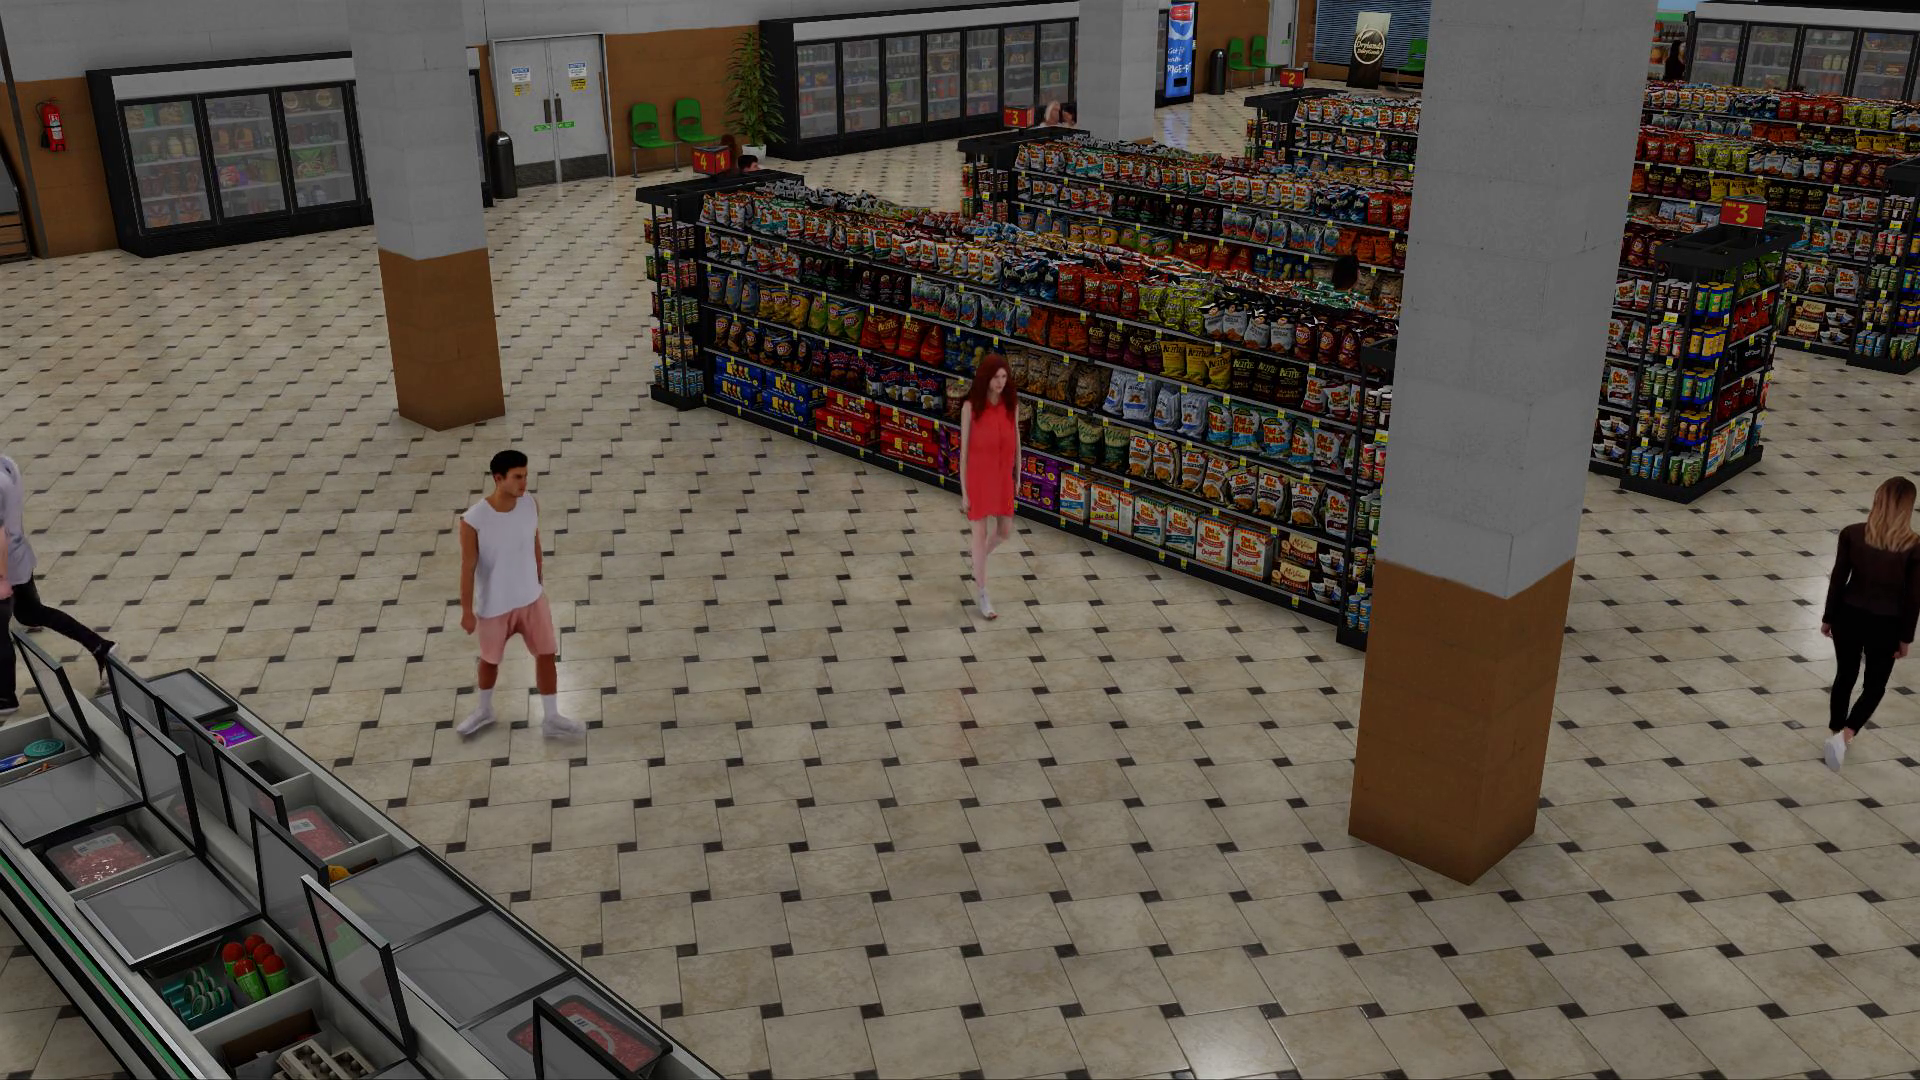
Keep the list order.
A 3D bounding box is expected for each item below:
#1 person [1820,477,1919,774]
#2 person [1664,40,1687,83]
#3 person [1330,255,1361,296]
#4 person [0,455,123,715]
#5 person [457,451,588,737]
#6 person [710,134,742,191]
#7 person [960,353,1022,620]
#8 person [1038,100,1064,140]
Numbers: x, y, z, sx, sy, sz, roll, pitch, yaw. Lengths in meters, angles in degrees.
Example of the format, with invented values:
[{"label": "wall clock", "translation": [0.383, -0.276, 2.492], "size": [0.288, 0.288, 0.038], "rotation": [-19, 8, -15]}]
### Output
[{"label": "person", "translation": [4.897, 0.493, 9.026], "size": [0.870, 1.688, 0.688], "rotation": [19, 28, 38]}, {"label": "person", "translation": [13.308, -8.493, 31.334], "size": [1.066, 1.729, 0.723], "rotation": [16, 27, 35]}, {"label": "person", "translation": [3.213, -1.625, 14.331], "size": [0.966, 1.664, 0.912], "rotation": [8, 23, 19]}, {"label": "person", "translation": [-5.468, 0.160, 9.687], "size": [1.107, 1.813, 1.163], "rotation": [-5, 22, -13]}, {"label": "person", "translation": [-2.592, 0.315, 9.390], "size": [0.791, 1.747, 0.865], "rotation": [-14, 26, -32]}, {"label": "person", "translation": [-2.881, -4.121, 20.504], "size": [0.758, 1.692, 0.832], "rotation": [4, 22, 9]}, {"label": "person", "translation": [0.150, -0.385, 11.050], "size": [0.792, 1.809, 0.914], "rotation": [-7, 23, -17]}, {"label": "person", "translation": [1.218, -5.280, 23.332], "size": [0.744, 1.734, 0.823], "rotation": [-9, 24, -21]}]
